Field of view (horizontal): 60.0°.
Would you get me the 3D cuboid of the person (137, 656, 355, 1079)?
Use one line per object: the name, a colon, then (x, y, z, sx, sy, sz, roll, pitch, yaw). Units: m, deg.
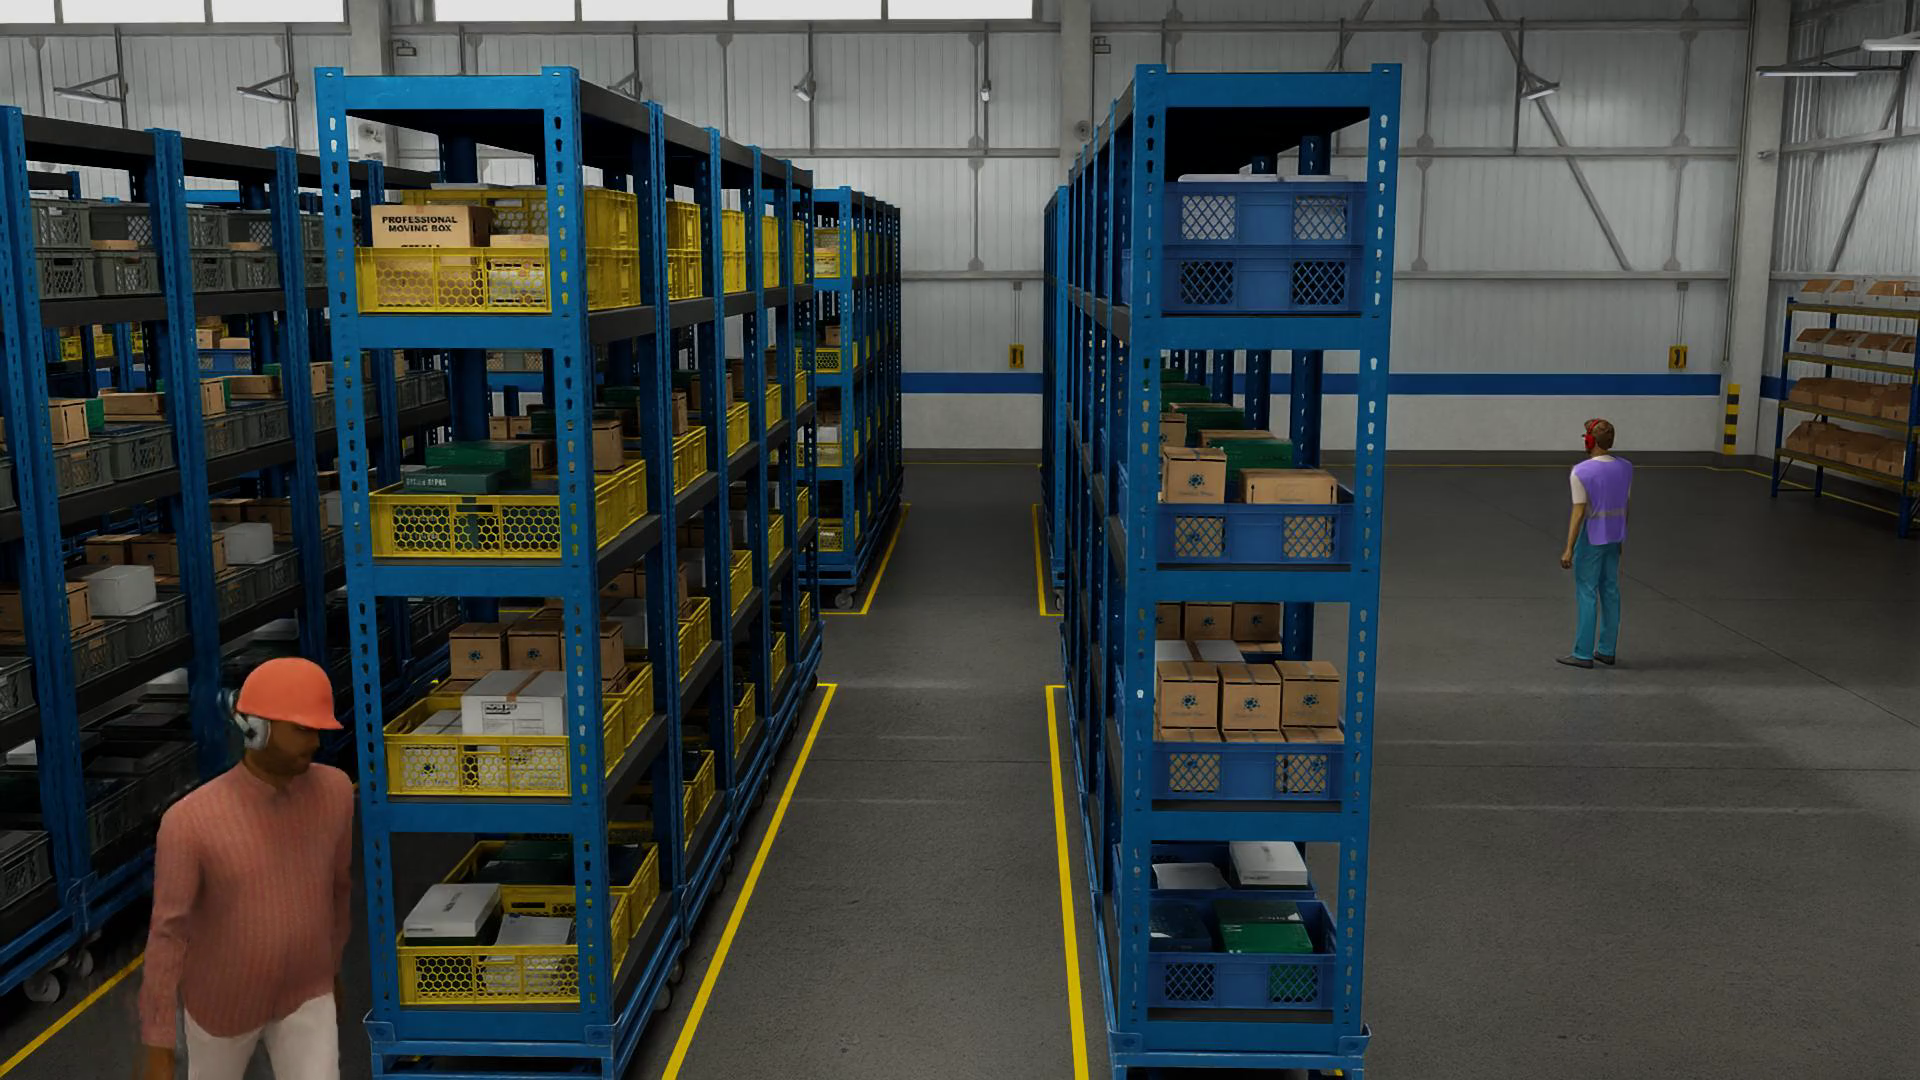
person: (-2.040, 1.278, 4.761, 1.072, 1.928, 0.685, 8, 13, 39)

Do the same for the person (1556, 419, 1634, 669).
person: (4.694, 0.032, 12.255, 0.563, 1.847, 0.389, -5, 11, -25)
